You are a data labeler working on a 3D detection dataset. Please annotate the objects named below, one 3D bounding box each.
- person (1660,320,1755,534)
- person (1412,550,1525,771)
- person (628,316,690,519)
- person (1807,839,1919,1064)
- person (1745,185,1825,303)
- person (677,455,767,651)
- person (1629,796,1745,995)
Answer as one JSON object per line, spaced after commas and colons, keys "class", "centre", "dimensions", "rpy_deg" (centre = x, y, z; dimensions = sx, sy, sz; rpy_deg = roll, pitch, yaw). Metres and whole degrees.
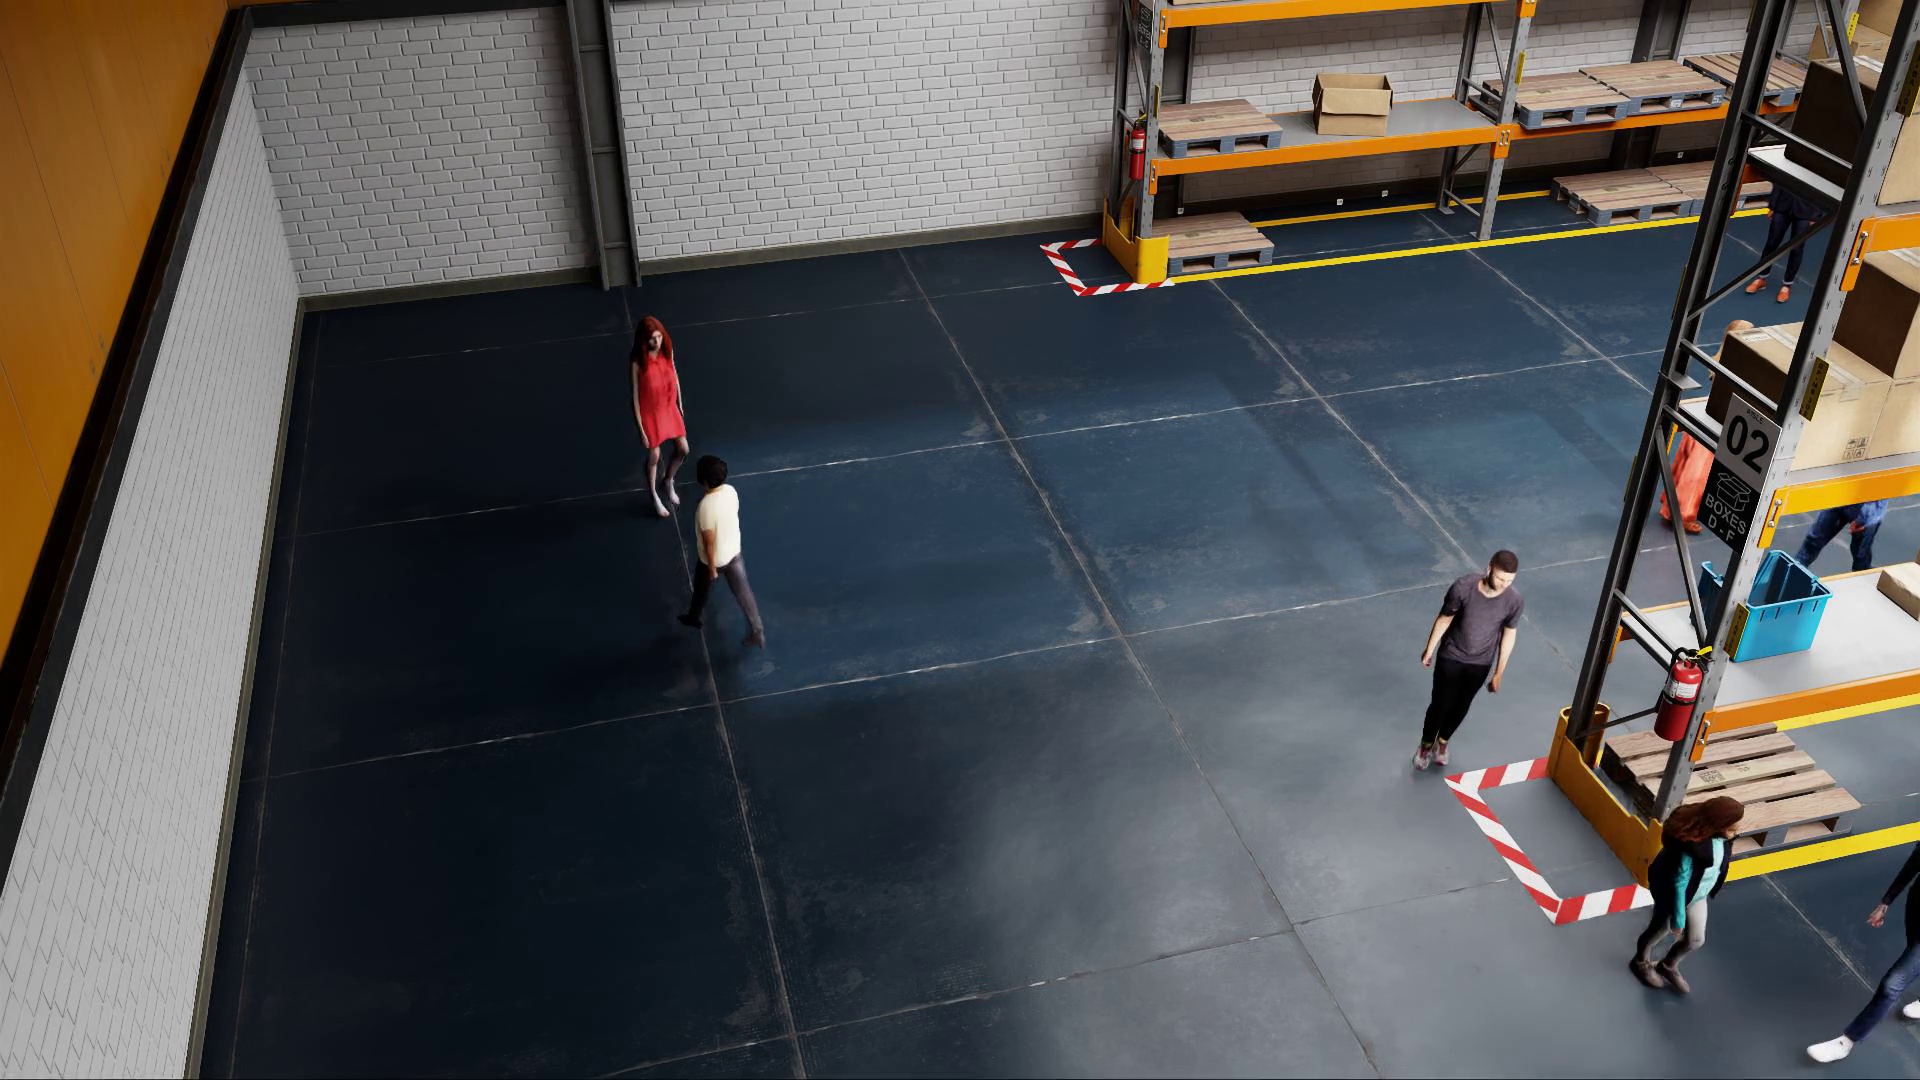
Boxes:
{"class": "person", "centre": [5.923, -0.917, 13.116], "dimensions": [0.769, 1.801, 0.733], "rpy_deg": [13, 36, 18]}
{"class": "person", "centre": [3.273, 0.713, 10.725], "dimensions": [0.726, 1.735, 0.854], "rpy_deg": [10, 35, 15]}
{"class": "person", "centre": [-2.458, -1.000, 13.238], "dimensions": [0.726, 1.805, 0.837], "rpy_deg": [-26, 42, -34]}
{"class": "person", "centre": [5.158, 2.016, 8.754], "dimensions": [1.231, 1.745, 0.606], "rpy_deg": [-10, 35, -15]}
{"class": "person", "centre": [8.397, -3.306, 16.697], "dimensions": [0.786, 1.818, 0.795], "rpy_deg": [27, 42, 34]}
{"class": "person", "centre": [-1.635, 0.136, 11.766], "dimensions": [1.060, 1.543, 1.011], "rpy_deg": [19, 38, 26]}
{"class": "person", "centre": [3.929, 1.894, 9.179], "dimensions": [0.630, 1.480, 0.730], "rpy_deg": [-18, 38, -25]}
